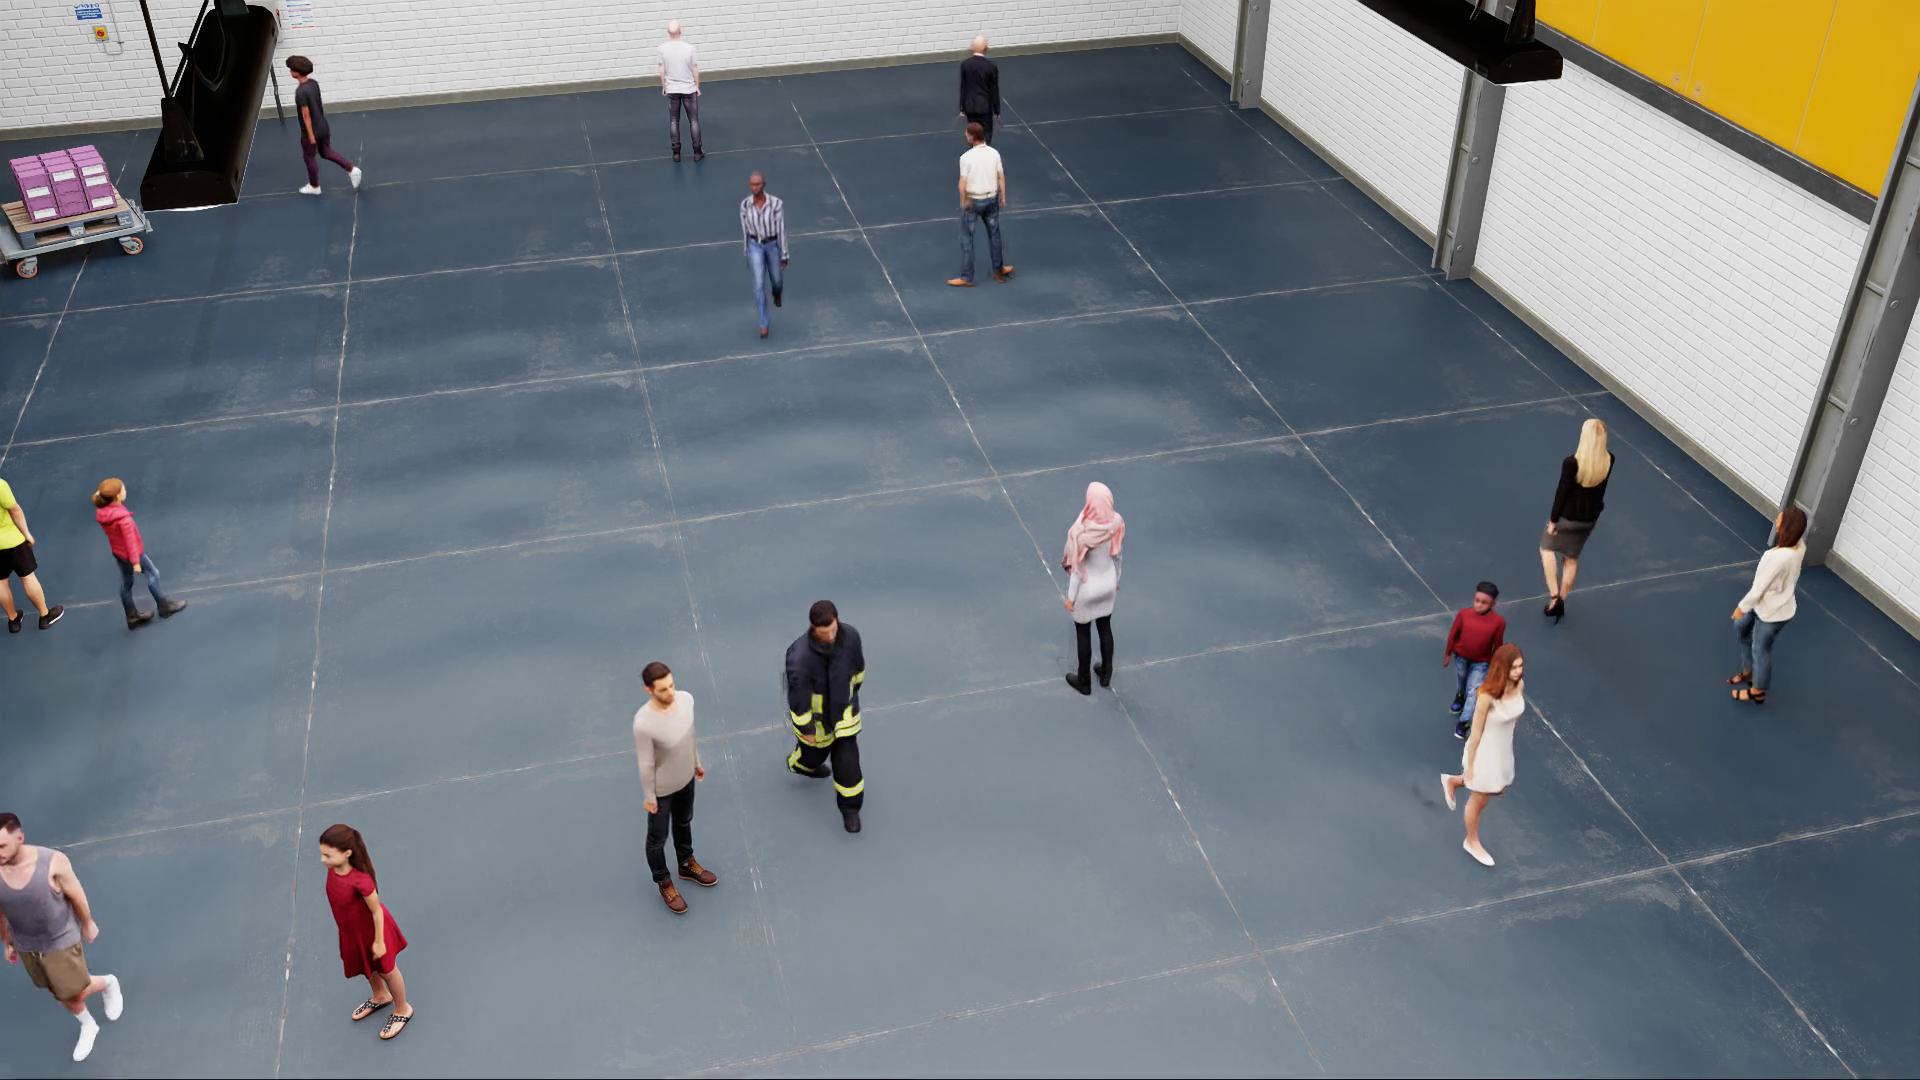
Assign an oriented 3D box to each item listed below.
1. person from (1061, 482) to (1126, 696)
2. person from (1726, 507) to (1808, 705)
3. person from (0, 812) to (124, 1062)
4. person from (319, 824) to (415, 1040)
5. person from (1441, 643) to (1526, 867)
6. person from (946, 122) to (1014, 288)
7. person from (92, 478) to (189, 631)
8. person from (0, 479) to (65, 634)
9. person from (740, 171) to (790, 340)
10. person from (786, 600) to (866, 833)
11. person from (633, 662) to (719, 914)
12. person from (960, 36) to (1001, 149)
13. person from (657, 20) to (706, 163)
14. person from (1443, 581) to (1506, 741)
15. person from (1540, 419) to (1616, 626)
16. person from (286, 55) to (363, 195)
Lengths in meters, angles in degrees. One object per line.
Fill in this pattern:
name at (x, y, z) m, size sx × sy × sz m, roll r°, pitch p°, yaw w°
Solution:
person at (0.994, 0.359, 12.340) m, size 0.688 × 1.803 × 0.661 m, roll -17°, pitch 37°, yaw -23°
person at (6.046, 0.527, 12.208) m, size 0.804 × 1.669 × 0.760 m, roll 22°, pitch 39°, yaw 29°
person at (-5.244, 2.214, 9.613) m, size 0.715 × 1.834 × 0.824 m, roll -2°, pitch 34°, yaw -3°
person at (-3.485, 2.250, 9.721) m, size 0.683 × 1.554 × 0.743 m, roll 20°, pitch 38°, yaw 27°
person at (3.426, 1.347, 10.949) m, size 0.666 × 1.698 × 0.929 m, roll -16°, pitch 37°, yaw -22°
person at (0.284, -3.734, 18.478) m, size 1.072 × 1.825 × 0.787 m, roll -10°, pitch 35°, yaw -14°
person at (-6.626, 0.144, 13.119) m, size 0.739 × 1.300 × 0.787 m, roll 22°, pitch 39°, yaw 29°
person at (-7.522, -0.030, 13.014) m, size 0.650 × 1.705 × 0.574 m, roll -4°, pitch 34°, yaw -5°
person at (-2.036, -3.039, 17.480) m, size 0.762 × 1.774 × 0.975 m, roll 0°, pitch 34°, yaw -1°
person at (-0.941, 1.073, 11.201) m, size 0.926 × 1.875 × 1.151 m, roll -21°, pitch 39°, yaw -29°
person at (-1.842, 1.516, 10.542) m, size 0.779 × 1.868 × 0.742 m, roll 22°, pitch 40°, yaw 30°
person at (0.221, -5.469, 21.129) m, size 0.986 × 1.781 × 1.135 m, roll 8°, pitch 34°, yaw 12°
person at (-3.635, -5.845, 21.648) m, size 0.707 × 1.832 × 0.662 m, roll -1°, pitch 34°, yaw -2°
person at (3.779, 0.802, 12.190) m, size 0.841 × 1.232 × 0.894 m, roll 18°, pitch 38°, yaw 25°
person at (4.847, -0.081, 12.976) m, size 0.620 × 1.832 × 0.671 m, roll -7°, pitch 34°, yaw -10°
person at (-7.952, -5.139, 20.647) m, size 0.931 × 1.764 × 1.058 m, roll 3°, pitch 34°, yaw 4°
